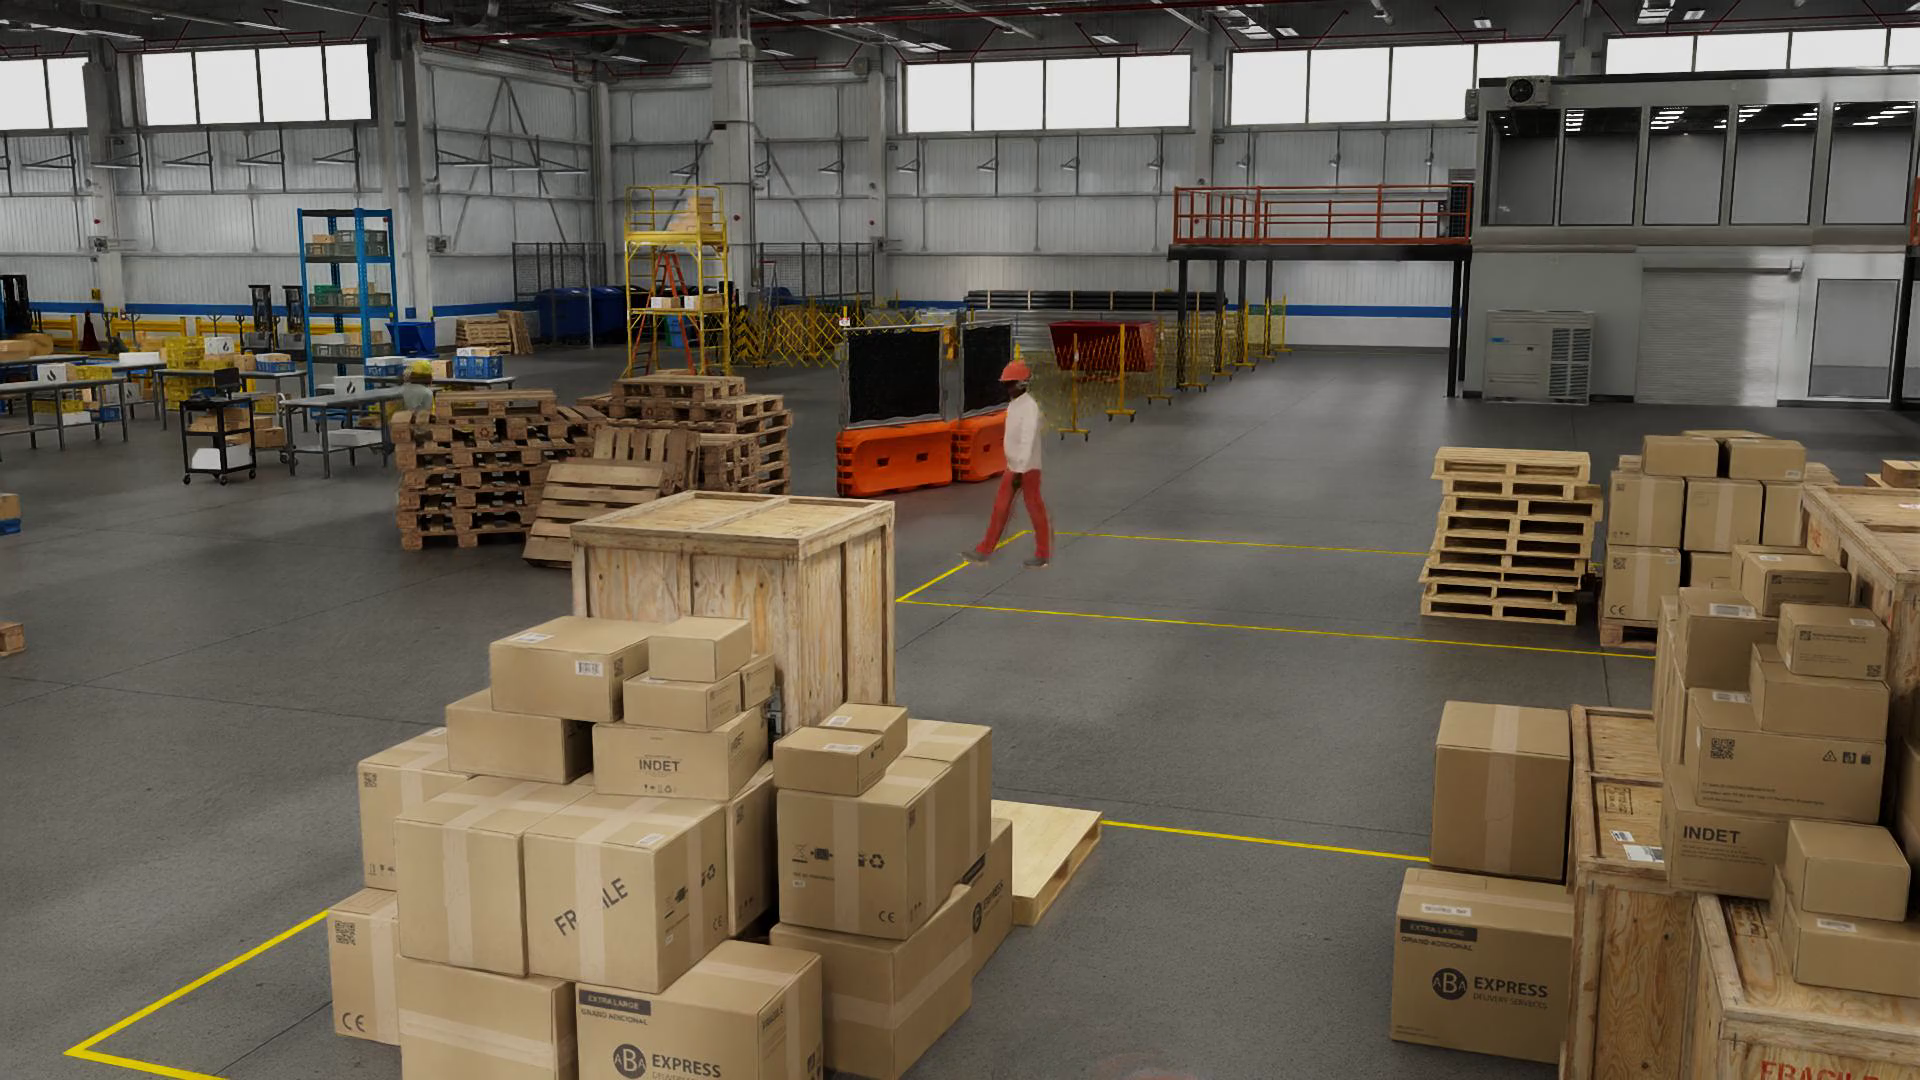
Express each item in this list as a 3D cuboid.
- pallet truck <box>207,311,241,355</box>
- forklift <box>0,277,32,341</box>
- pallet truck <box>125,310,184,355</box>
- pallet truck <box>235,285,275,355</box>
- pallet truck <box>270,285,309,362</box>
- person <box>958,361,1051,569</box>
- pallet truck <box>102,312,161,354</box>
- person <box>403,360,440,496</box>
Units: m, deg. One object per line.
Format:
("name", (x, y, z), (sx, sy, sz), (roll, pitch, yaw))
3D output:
("pallet truck", (-19.537, -5.575, 44.913), (0.653, 1.274, 1.630), (3, 11, 19))
("forklift", (-27.151, -6.329, 46.328), (1.157, 1.987, 2.680), (3, 11, 17))
("pallet truck", (-22.038, -5.665, 45.457), (0.704, 1.261, 1.522), (3, 11, 17))
("pallet truck", (-18.327, -5.835, 44.421), (0.823, 1.965, 1.885), (4, 11, 23))
("pallet truck", (-17.147, -5.700, 43.663), (0.823, 1.965, 1.885), (3, 11, 17))
("person", (0.443, -0.672, 15.453), (0.959, 1.951, 0.653), (-3, 11, -18))
("pallet truck", (-23.057, -5.777, 46.261), (0.680, 1.201, 1.601), (3, 11, 19))
("person", (-6.168, -1.198, 19.063), (0.502, 1.721, 0.442), (6, 12, 29))
